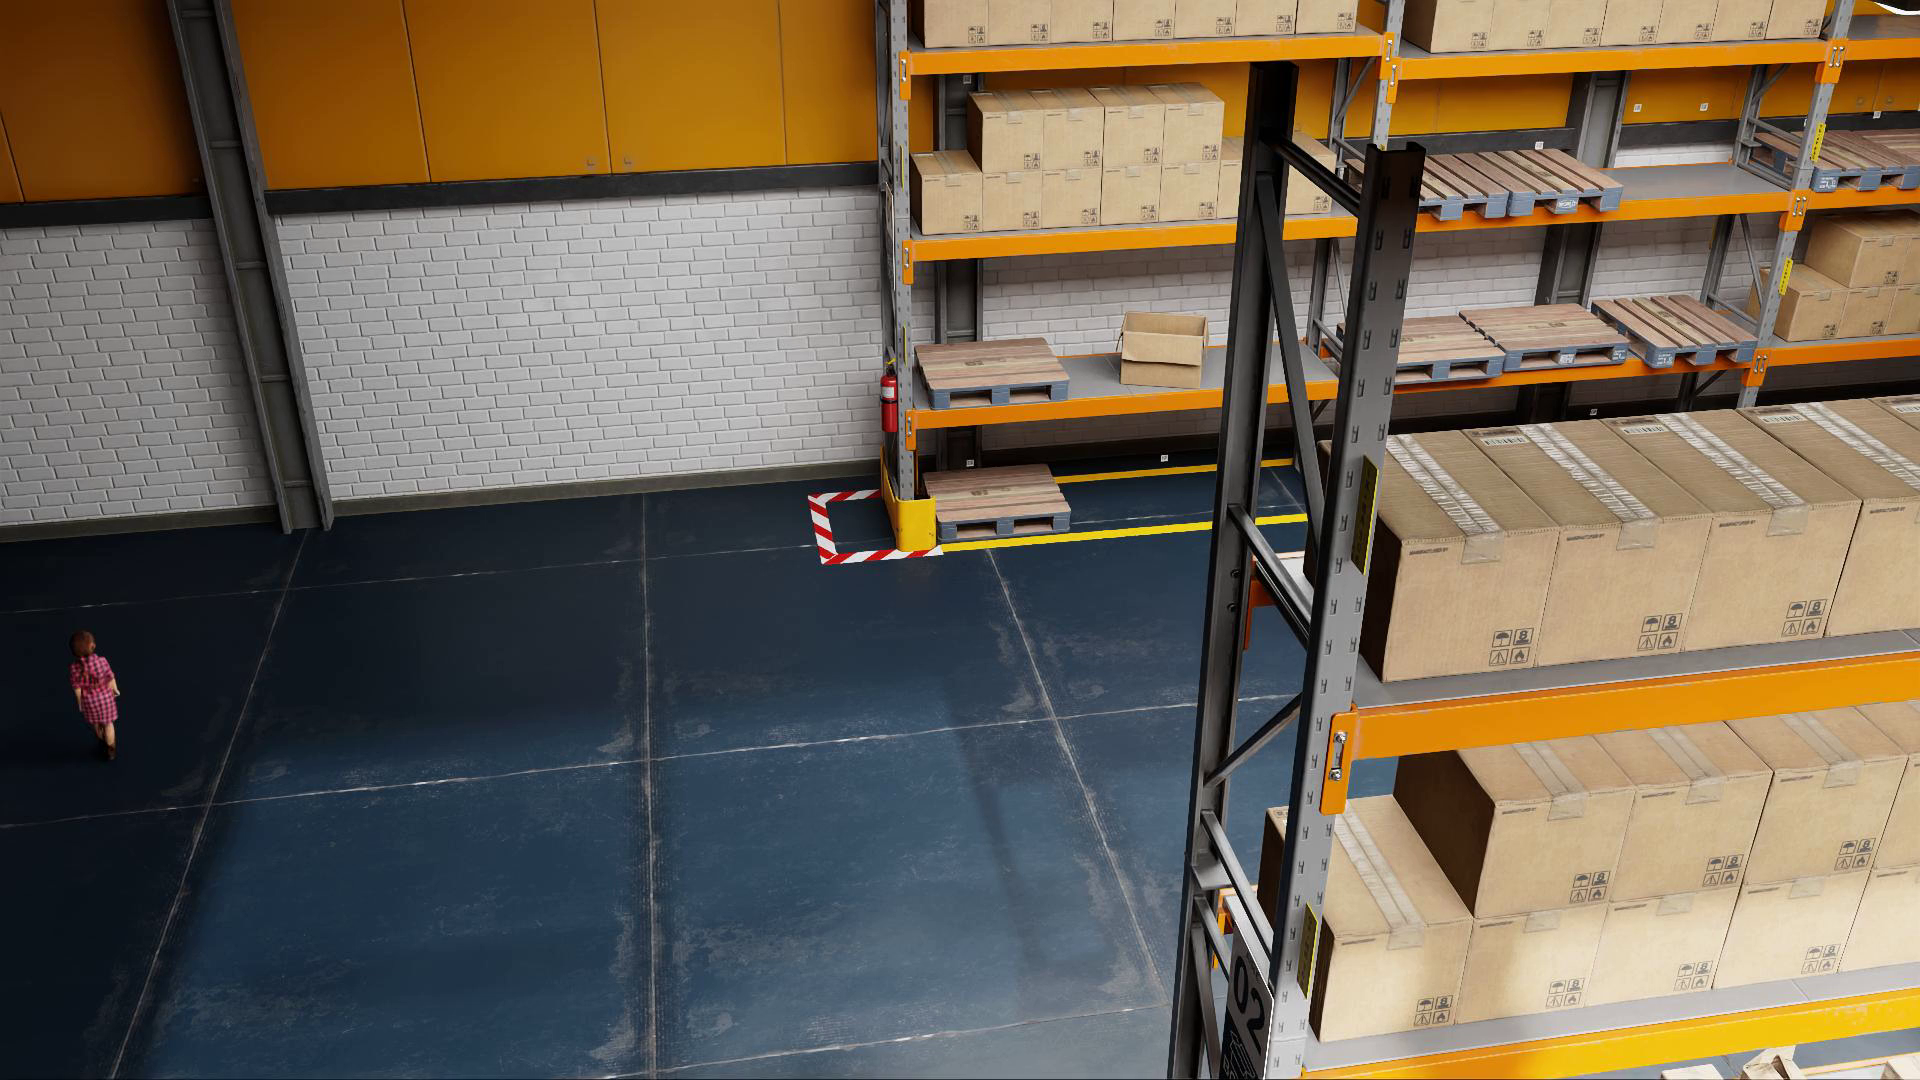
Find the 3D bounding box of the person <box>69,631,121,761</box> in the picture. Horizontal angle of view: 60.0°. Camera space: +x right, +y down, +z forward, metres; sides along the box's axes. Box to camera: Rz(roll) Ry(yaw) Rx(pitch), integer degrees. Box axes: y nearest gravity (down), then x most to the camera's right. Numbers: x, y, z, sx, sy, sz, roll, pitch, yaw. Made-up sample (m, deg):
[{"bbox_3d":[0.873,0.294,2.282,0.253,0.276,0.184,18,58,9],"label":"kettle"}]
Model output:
[{"bbox_3d":[-6.108,1.119,11.758,0.491,1.011,0.554,-14,31,-23],"label":"person"}]
